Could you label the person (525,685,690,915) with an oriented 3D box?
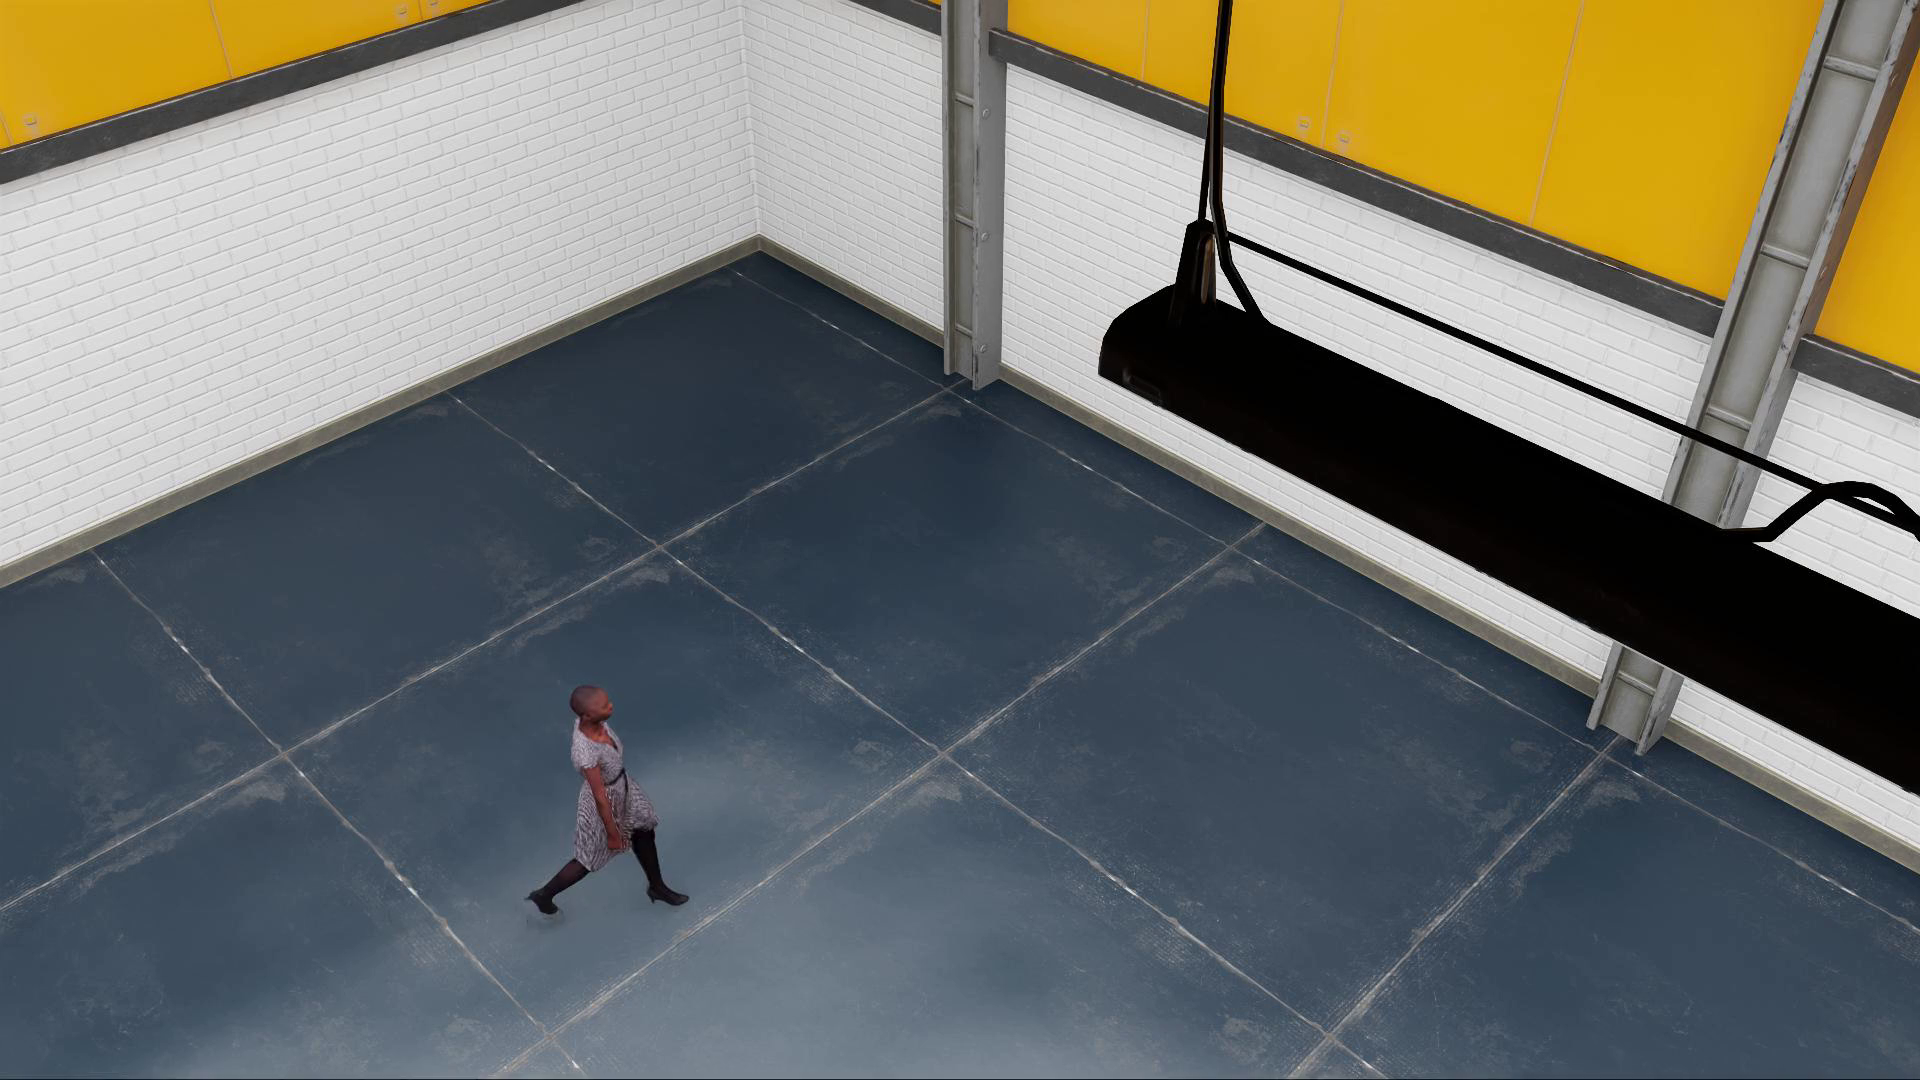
[{"bbox_3d":[-2.032,1.498,9.132,1.124,1.757,1.151,-5,39,-6],"label":"person"}]
